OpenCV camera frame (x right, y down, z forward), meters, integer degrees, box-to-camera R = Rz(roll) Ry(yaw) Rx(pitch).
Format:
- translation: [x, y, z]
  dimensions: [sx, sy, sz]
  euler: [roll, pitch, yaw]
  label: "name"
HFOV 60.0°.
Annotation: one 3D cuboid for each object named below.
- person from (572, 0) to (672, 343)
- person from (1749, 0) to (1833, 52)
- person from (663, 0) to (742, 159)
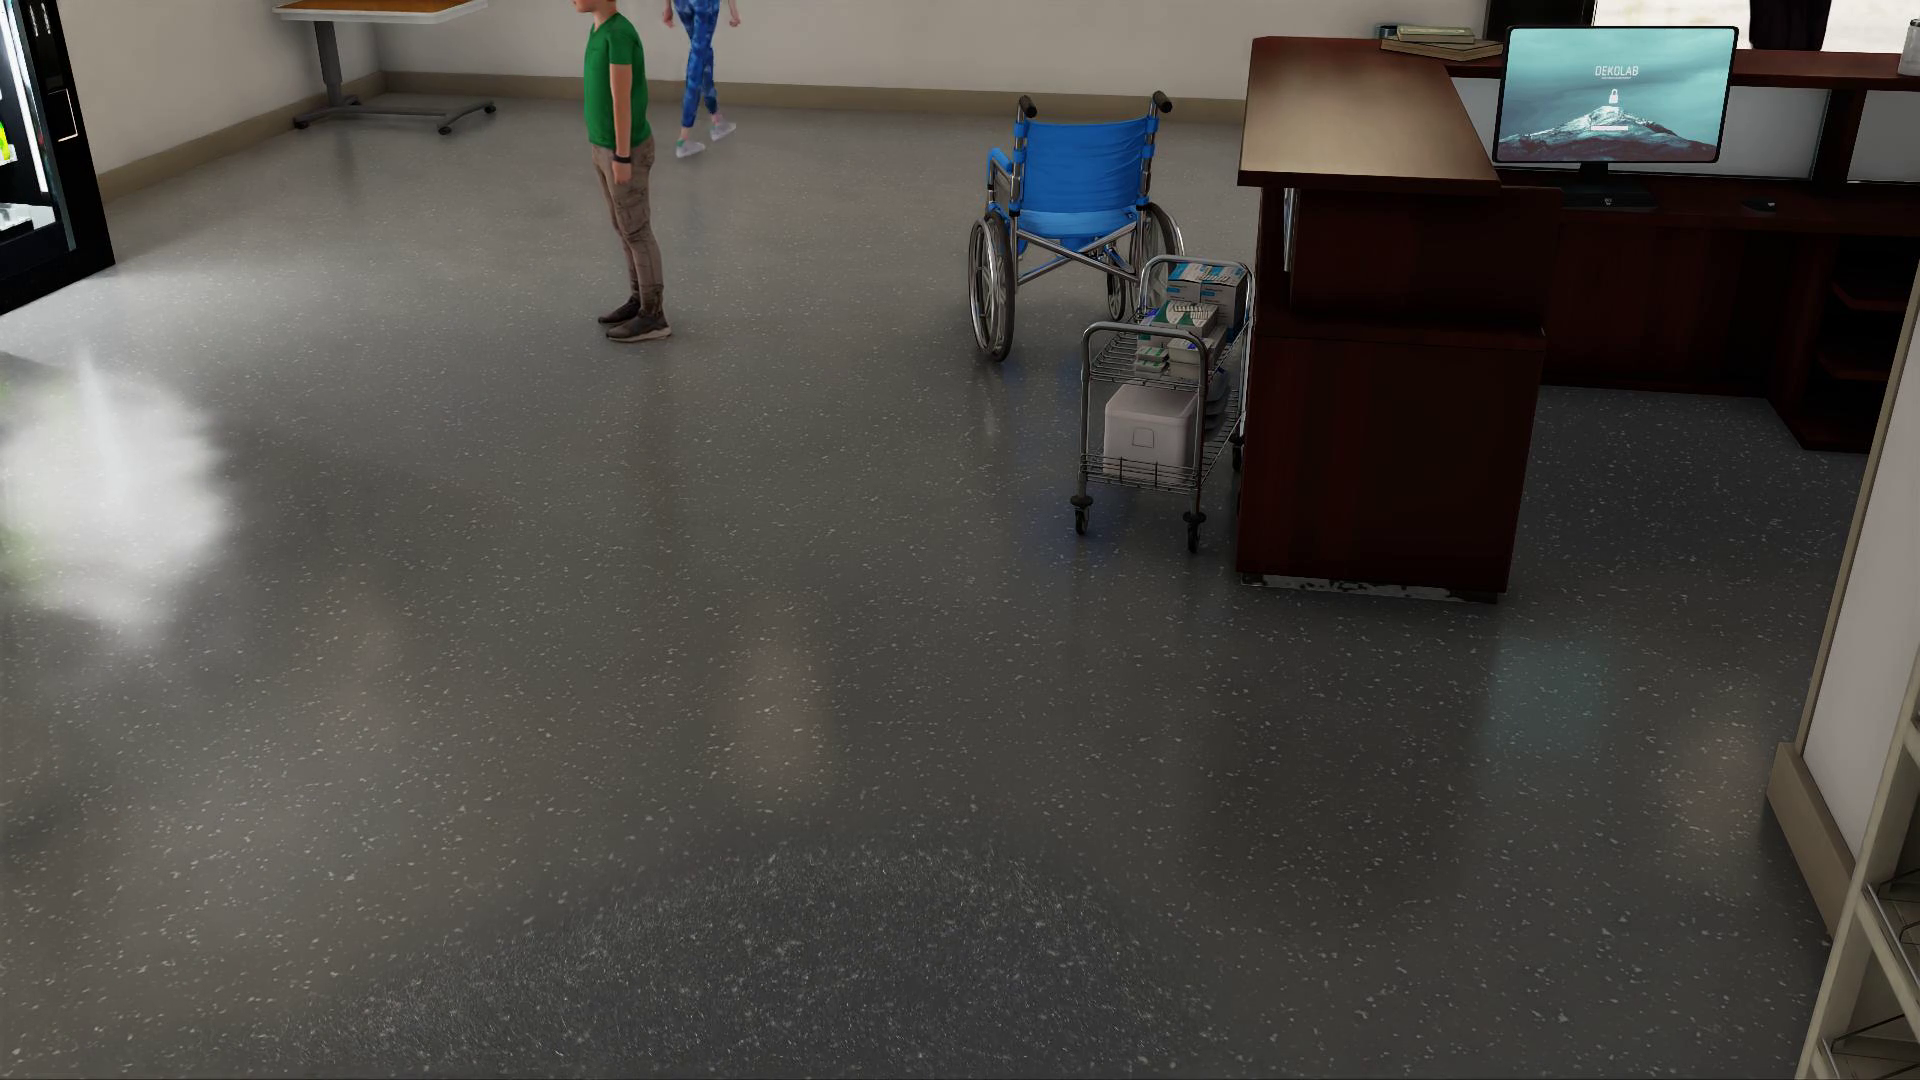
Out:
- translation: [-1.449, -1.693, 7.189]
  dimensions: [0.715, 1.649, 0.633]
  euler: [-12, 28, -23]
  label: "person"
- translation: [4.308, -2.555, 8.674]
  dimensions: [0.834, 1.912, 0.687]
  euler: [-7, 27, -13]
  label: "person"
- translation: [-1.675, -3.248, 10.288]
  dimensions: [0.721, 1.757, 1.009]
  euler: [11, 28, 22]
  label: "person"
